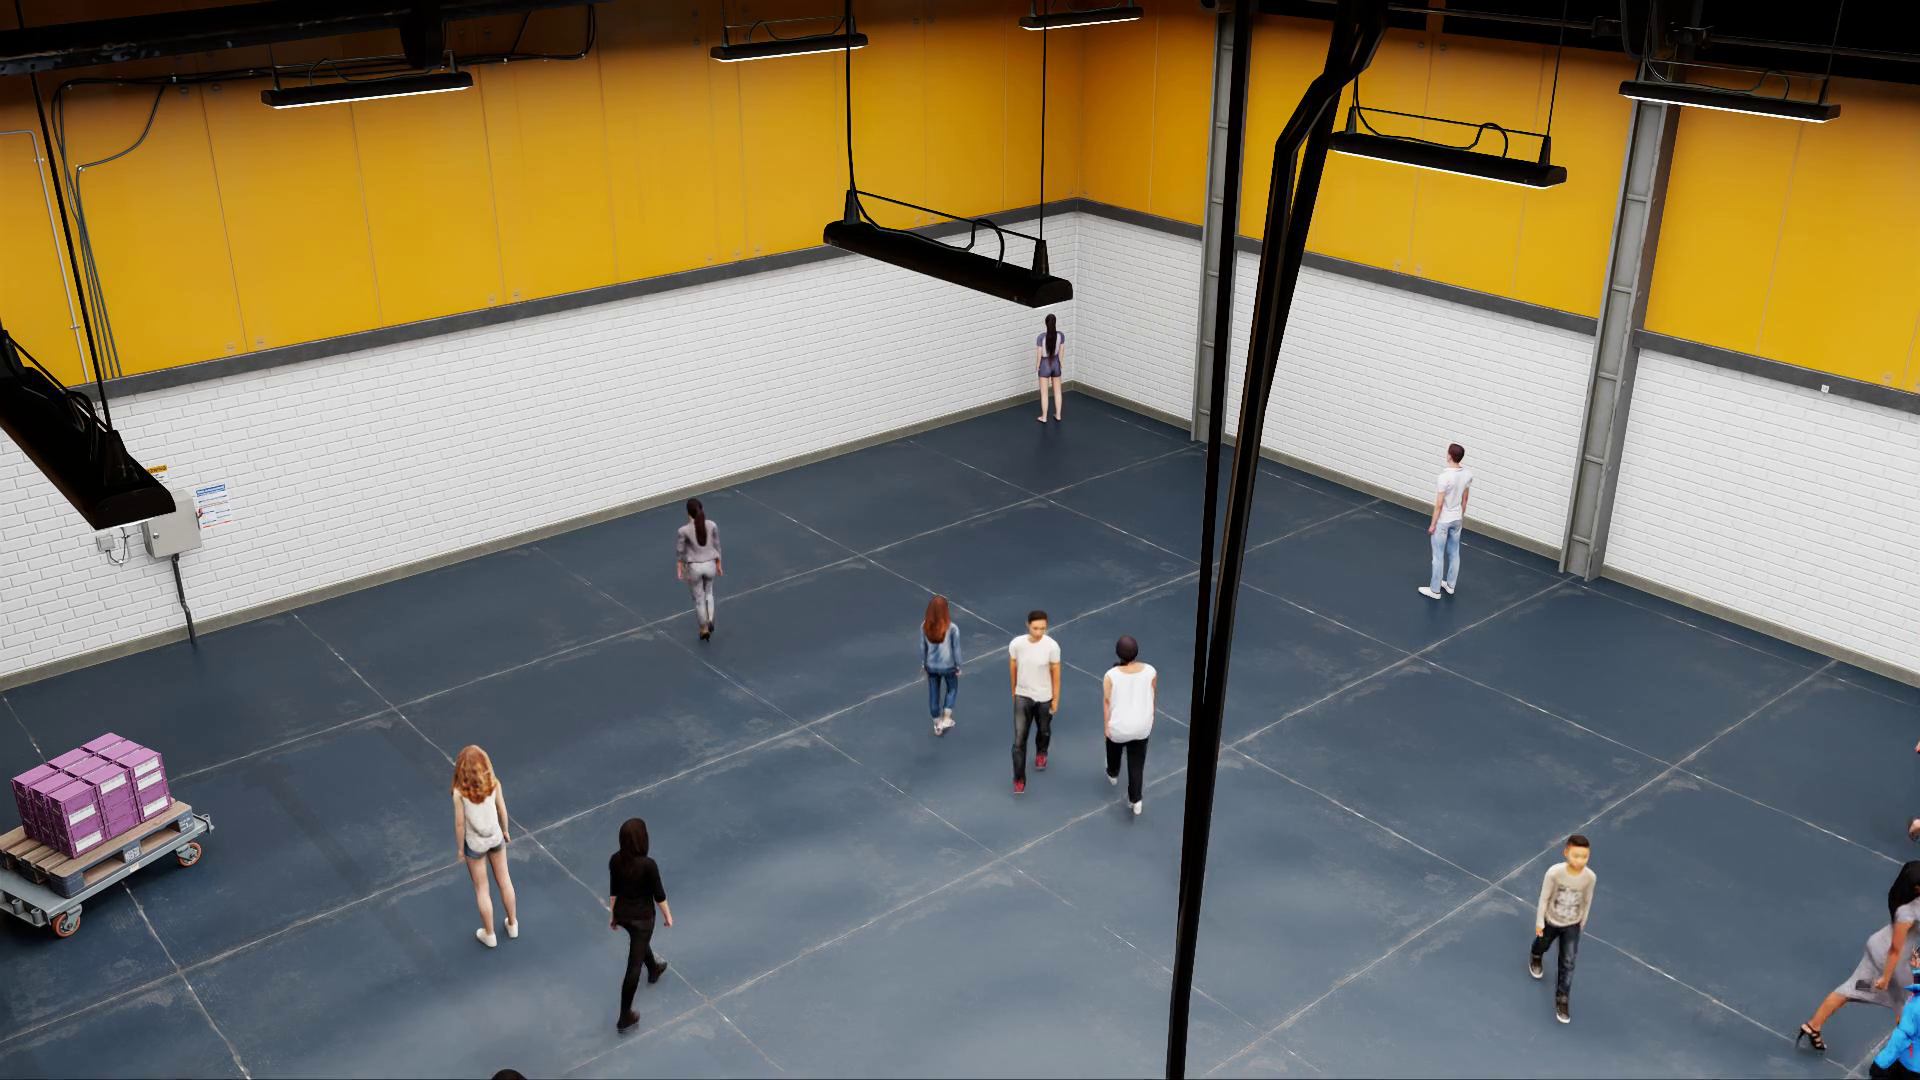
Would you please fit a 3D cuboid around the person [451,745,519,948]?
[{"bbox_3d":[-3.765,2.421,13.185,0.587,1.758,0.516,-16,28,-33],"label":"person"}]

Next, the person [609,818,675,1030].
[{"bbox_3d":[-2.447,2.869,12.362,1.086,1.596,0.981,9,25,20],"label":"person"}]

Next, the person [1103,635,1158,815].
[{"bbox_3d":[1.529,1.678,15.025,1.043,1.647,1.200,-3,24,-6],"label":"person"}]

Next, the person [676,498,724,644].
[{"bbox_3d":[-2.781,0.367,18.001,0.687,1.665,0.658,-12,26,-25],"label":"person"}]

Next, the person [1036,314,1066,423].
[{"bbox_3d":[1.347,-2.560,24.717,0.659,1.650,0.635,-8,25,-17],"label":"person"}]

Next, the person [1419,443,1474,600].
[{"bbox_3d":[5.615,-0.226,19.125,0.691,1.851,0.602,-13,27,-27],"label":"person"}]

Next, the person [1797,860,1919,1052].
[{"bbox_3d":[6.503,3.016,11.871,1.169,1.721,1.009,6,24,13],"label":"person"}]

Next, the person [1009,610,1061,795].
[{"bbox_3d":[0.720,1.421,15.486,1.099,1.749,1.158,3,24,6],"label":"person"}]

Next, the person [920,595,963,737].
[{"bbox_3d":[-0.211,1.253,16.217,0.653,1.470,0.742,6,24,14],"label":"person"}]

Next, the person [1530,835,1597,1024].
[{"bbox_3d":[4.538,2.842,12.613,0.975,1.445,1.000,4,24,8],"label":"person"}]
